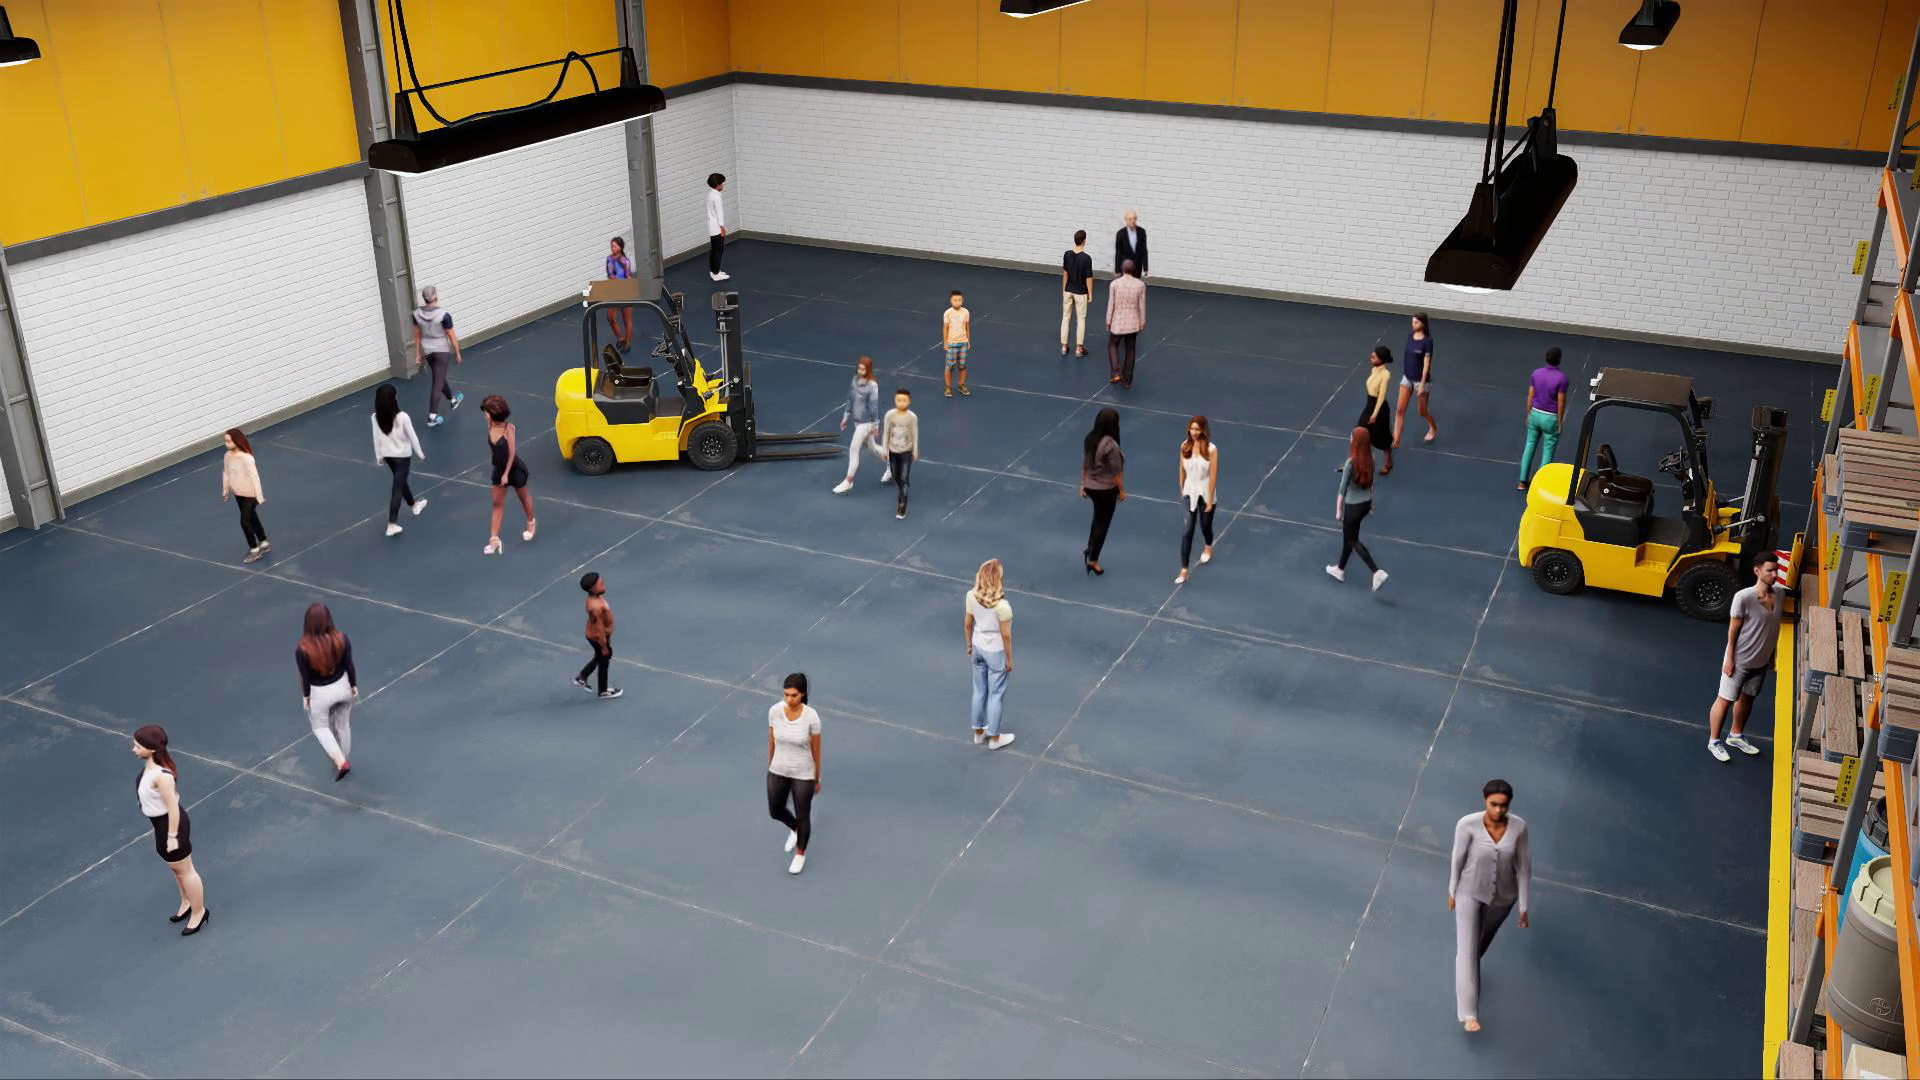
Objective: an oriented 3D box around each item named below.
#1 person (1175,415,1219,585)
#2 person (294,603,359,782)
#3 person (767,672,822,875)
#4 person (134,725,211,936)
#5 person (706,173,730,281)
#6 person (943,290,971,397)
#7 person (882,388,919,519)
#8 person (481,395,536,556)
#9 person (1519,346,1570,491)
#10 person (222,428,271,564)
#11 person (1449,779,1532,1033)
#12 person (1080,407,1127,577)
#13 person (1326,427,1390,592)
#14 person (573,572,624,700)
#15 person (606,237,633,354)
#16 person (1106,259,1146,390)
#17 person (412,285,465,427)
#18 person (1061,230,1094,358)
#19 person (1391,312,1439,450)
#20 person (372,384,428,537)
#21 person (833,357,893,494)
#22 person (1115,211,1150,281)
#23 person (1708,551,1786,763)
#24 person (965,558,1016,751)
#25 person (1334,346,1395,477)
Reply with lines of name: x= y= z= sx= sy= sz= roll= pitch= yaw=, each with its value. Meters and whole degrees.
person: x=2.530 y=-0.464 z=17.321 sx=0.560 sy=1.741 sz=1.124 roll=10 pitch=26 yaw=22
person: x=-5.119 y=1.275 z=13.523 sx=0.832 sy=1.596 sz=0.852 roll=-16 pitch=28 yaw=-33
person: x=-1.218 y=1.704 z=12.495 sx=0.631 sy=1.634 sz=0.681 roll=7 pitch=25 yaw=16
person: x=-5.571 y=2.031 z=11.728 sx=0.633 sy=1.649 sz=0.625 roll=-18 pitch=30 yaw=-36
person: x=-4.176 y=-5.367 z=28.459 sx=0.777 sy=1.803 sz=0.727 roll=-10 pitch=26 yaw=-22
person: x=-0.045 y=-2.711 z=22.810 sx=0.596 sy=1.461 sz=0.647 roll=-7 pitch=25 yaw=-16
person: x=-0.670 y=-1.038 z=19.002 sx=0.713 sy=1.446 sz=1.024 roll=4 pitch=24 yaw=10
person: x=-4.804 y=-0.732 z=17.936 sx=0.576 sy=1.738 sz=1.088 roll=9 pitch=25 yaw=20
person: x=6.827 y=-1.406 z=19.442 sx=0.686 sy=1.768 sz=0.703 roll=-21 pitch=31 yaw=-39
person: x=-7.574 y=-0.512 z=17.770 sx=0.623 sy=1.469 sz=0.682 roll=15 pitch=28 yaw=31
person: x=3.476 y=2.307 z=11.040 sx=0.917 sy=1.693 sz=1.187 roll=1 pitch=24 yaw=2
person: x=1.388 y=-0.464 z=17.219 sx=0.820 sy=1.822 sz=0.774 roll=-13 pitch=27 yaw=-27
person: x=4.099 y=-0.280 z=16.929 sx=1.095 sy=1.717 sz=1.013 roll=-15 pitch=28 yaw=-30
person: x=-3.297 y=0.871 z=14.885 sx=0.760 sy=1.246 sz=0.706 roll=-7 pitch=25 yaw=-15
person: x=-4.972 y=-3.631 z=24.573 sx=0.609 sy=1.734 sz=0.583 roll=9 pitch=25 yaw=19
person: x=2.288 y=-2.956 z=22.956 sx=0.832 sy=1.793 sz=0.827 roll=-2 pitch=24 yaw=-4
person: x=-6.842 y=-2.354 z=21.604 sx=0.859 sy=1.773 sz=1.272 roll=6 pitch=24 yaw=14
person: x=1.695 y=-3.623 z=24.411 sx=0.636 sy=1.851 sz=0.534 roll=12 pitch=26 yaw=25
person: x=5.773 y=-1.978 z=20.792 sx=1.162 sy=1.735 sz=0.934 roll=-16 pitch=28 yaw=-33
person: x=-6.247 y=-0.854 z=18.324 sx=0.743 sy=1.653 sz=1.162 roll=7 pitch=24 yaw=15
person: x=-1.039 y=-1.371 z=19.503 sx=1.221 sy=1.655 sz=1.057 roll=-12 pitch=26 yaw=-25
person: x=2.659 y=-4.265 z=25.978 sx=1.124 sy=1.771 sz=1.249 roll=-5 pitch=24 yaw=-12
person: x=6.605 y=0.951 z=13.939 sx=0.753 sy=1.856 sz=0.815 roll=-8 pitch=25 yaw=-19
person: x=0.249 y=0.959 z=14.090 sx=0.675 sy=1.722 sz=0.613 roll=18 pitch=29 yaw=35
person: x=5.051 y=-1.501 z=19.841 sx=1.025 sy=1.622 sz=0.993 roll=-7 pitch=25 yaw=-16
